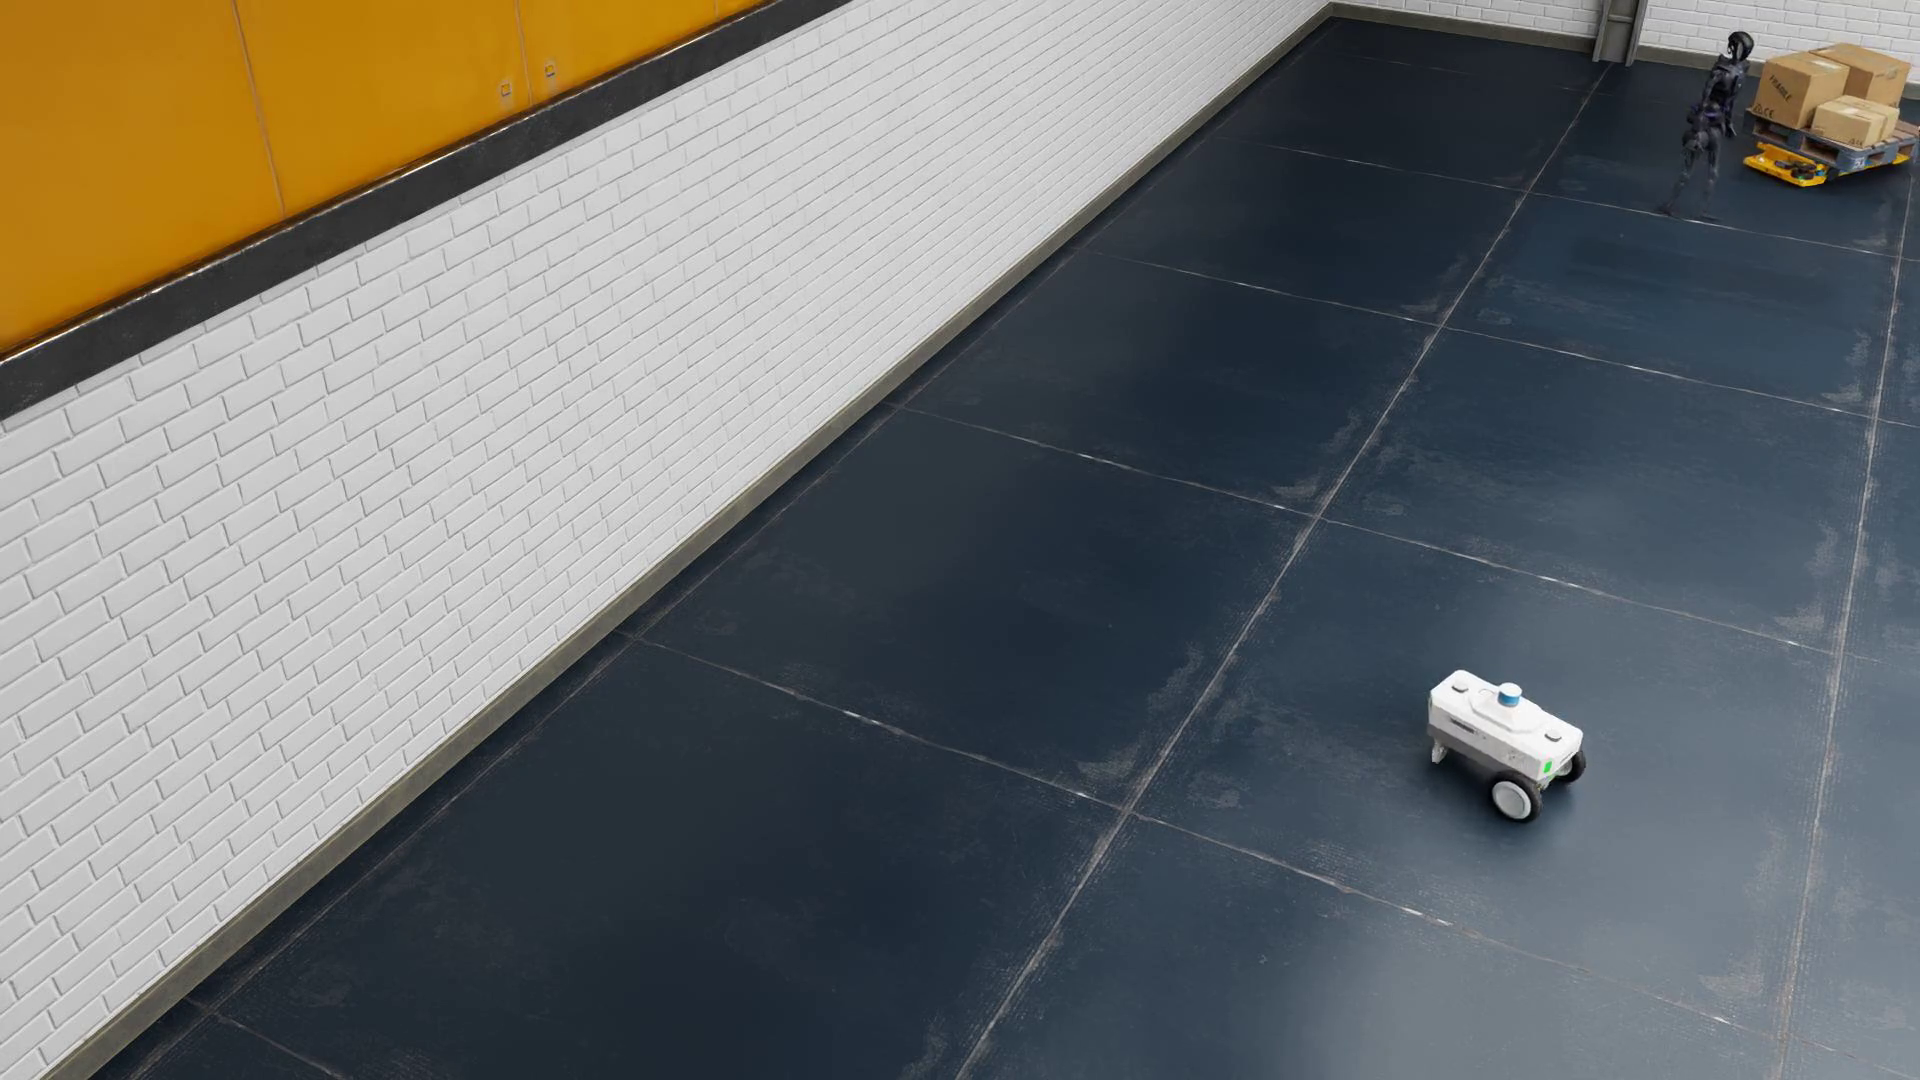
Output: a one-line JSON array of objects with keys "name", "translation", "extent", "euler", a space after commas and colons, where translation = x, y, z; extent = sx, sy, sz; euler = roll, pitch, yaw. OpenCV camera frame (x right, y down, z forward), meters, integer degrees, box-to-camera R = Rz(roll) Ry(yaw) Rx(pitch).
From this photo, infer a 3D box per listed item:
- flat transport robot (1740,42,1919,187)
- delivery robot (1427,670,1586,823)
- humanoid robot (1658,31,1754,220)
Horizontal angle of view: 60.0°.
[{"name": "flat transport robot", "translation": [7.951, -3.537, 15.240], "extent": [1.431, 0.231, 0.659], "euler": [-17, 37, -23]}, {"name": "delivery robot", "translation": [2.714, 0.996, 8.257], "extent": [0.510, 0.614, 0.785], "euler": [-28, 43, -35]}, {"name": "humanoid robot", "translation": [6.244, -3.453, 13.868], "extent": [0.614, 1.631, 0.429], "euler": [-24, 40, -31]}]
